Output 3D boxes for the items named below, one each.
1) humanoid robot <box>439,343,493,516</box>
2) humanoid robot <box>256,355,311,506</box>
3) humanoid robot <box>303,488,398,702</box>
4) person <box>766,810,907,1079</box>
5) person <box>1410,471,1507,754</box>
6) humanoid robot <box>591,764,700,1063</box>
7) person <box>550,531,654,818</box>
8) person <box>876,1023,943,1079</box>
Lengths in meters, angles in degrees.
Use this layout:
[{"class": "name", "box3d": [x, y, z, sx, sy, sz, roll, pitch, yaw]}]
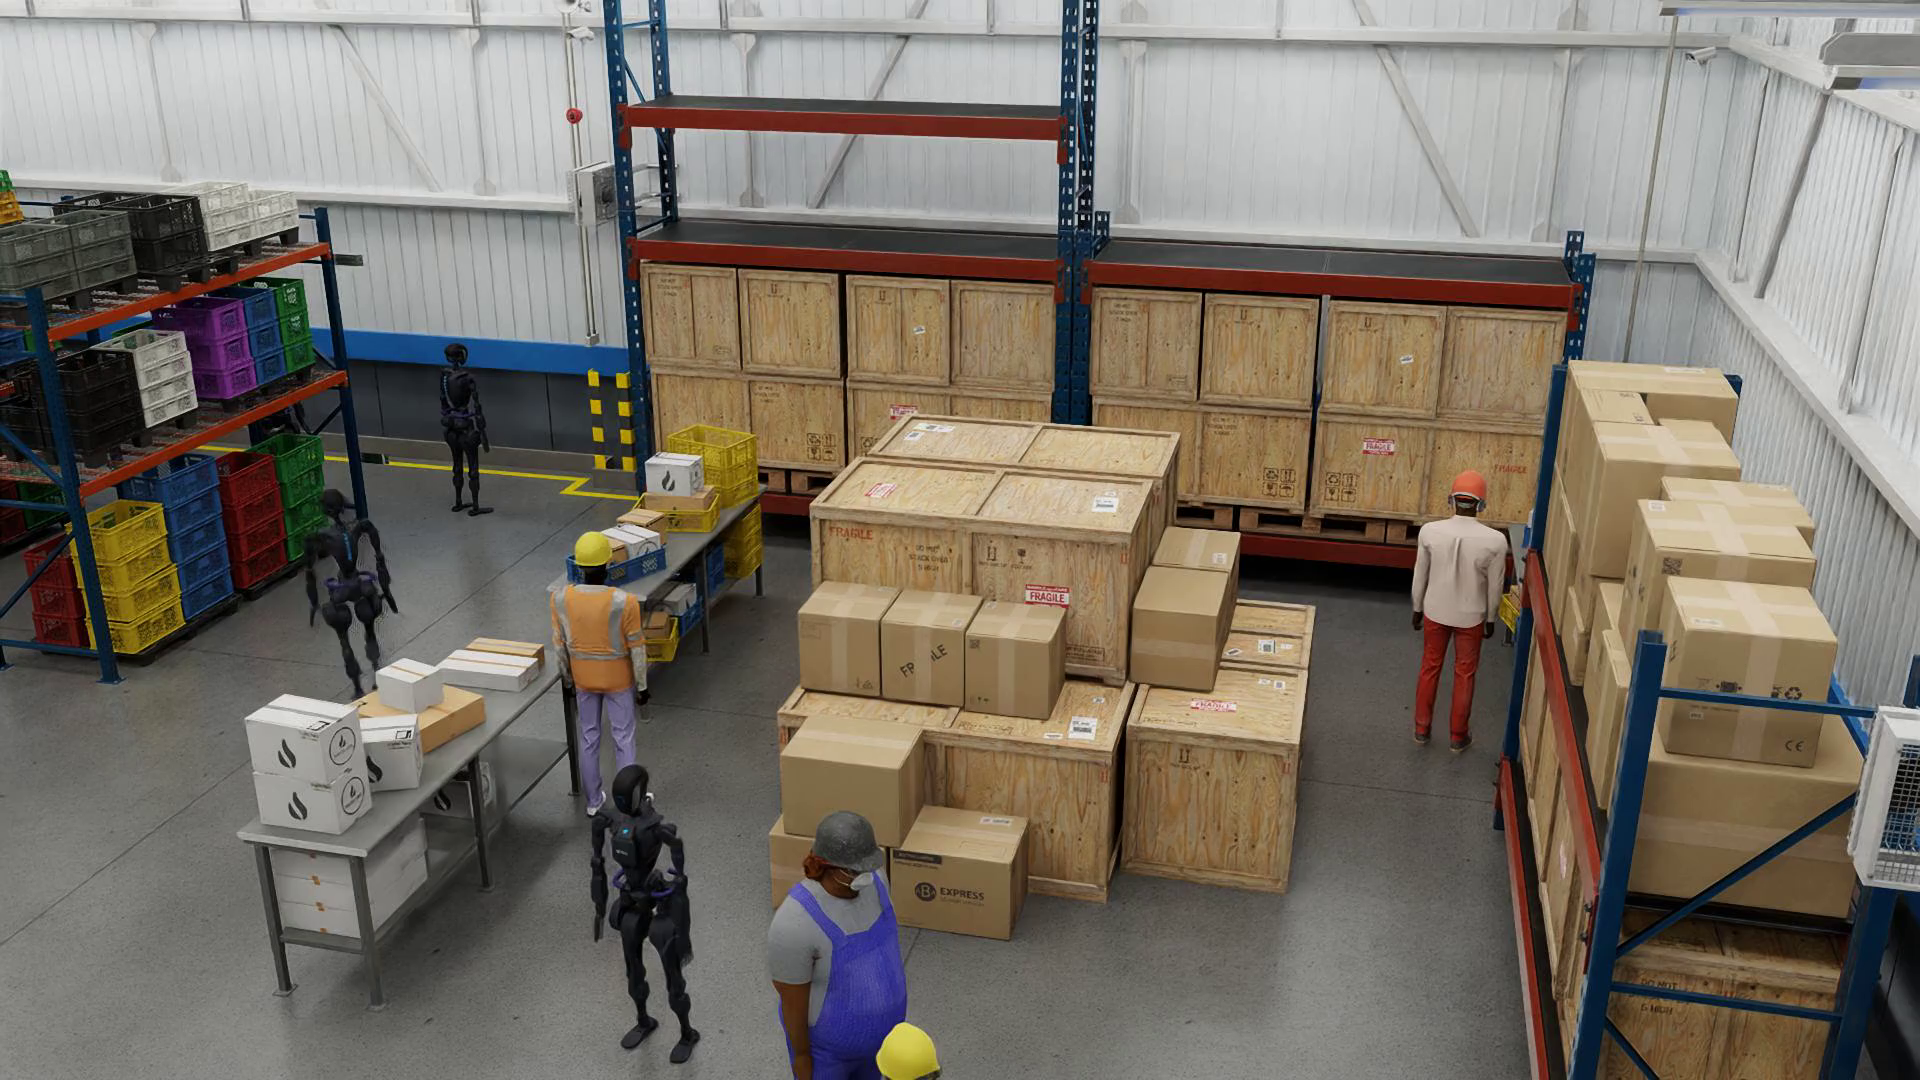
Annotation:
[{"class": "humanoid robot", "box3d": [-4.735, -1.069, 15.851, 0.616, 1.657, 0.311, 15, 25, 34]}, {"class": "humanoid robot", "box3d": [-6.488, -1.072, 15.854, 0.314, 1.661, 0.610, 11, 23, 26]}, {"class": "humanoid robot", "box3d": [-4.394, 0.411, 11.992, 0.589, 1.656, 0.392, -15, 25, -34]}, {"class": "person", "box3d": [-0.476, 2.059, 7.179, 0.536, 2.000, 0.680, 16, 26, 36]}, {"class": "person", "box3d": [3.395, 0.487, 11.392, 0.602, 1.977, 0.431, 12, 24, 28]}, {"class": "humanoid robot", "box3d": [-1.556, 1.841, 8.255, 0.576, 1.647, 0.342, 8, 22, 21]}, {"class": "person", "box3d": [-2.243, 0.859, 10.471, 0.586, 1.930, 0.356, 3, 21, 7]}, {"class": "person", "box3d": [-0.178, 2.575, 6.210, 0.528, 1.767, 0.327, -18, 27, -39]}]
